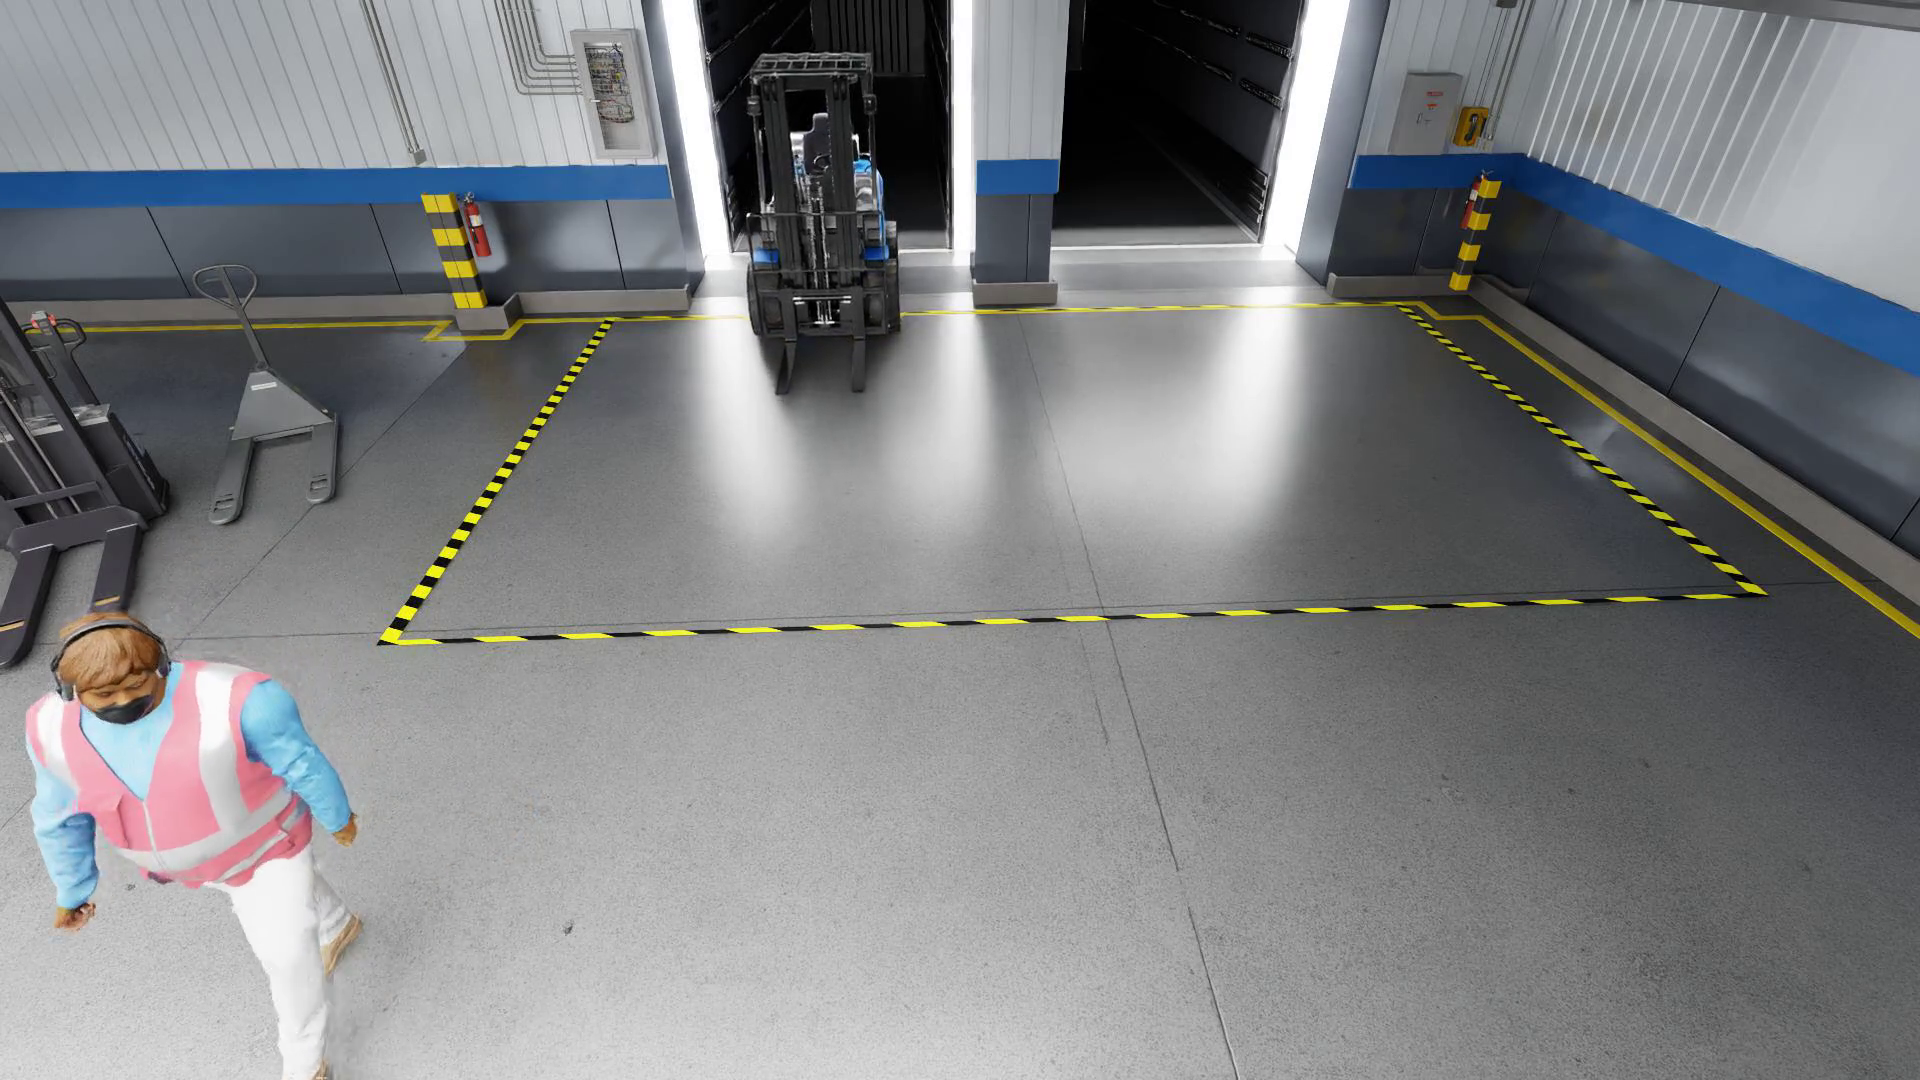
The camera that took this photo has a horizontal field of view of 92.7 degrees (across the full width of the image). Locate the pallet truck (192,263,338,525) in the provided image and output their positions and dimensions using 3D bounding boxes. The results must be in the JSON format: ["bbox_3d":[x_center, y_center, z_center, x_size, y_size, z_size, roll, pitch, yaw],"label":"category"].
[{"bbox_3d":[-4.778,-1.027,6.128,0.680,1.201,1.601,-17,38,-23],"label":"pallet truck"}]

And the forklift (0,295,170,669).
[{"bbox_3d":[-5.212,-0.618,4.878,0.823,1.965,1.885,-20,39,-26],"label":"forklift"}]

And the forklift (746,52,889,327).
[{"bbox_3d":[-1.268,-3.324,8.436,1.157,2.036,2.680,-3,35,-4],"label":"forklift"}]

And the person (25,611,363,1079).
[{"bbox_3d":[-2.271,0.991,2.729,0.715,1.800,0.835,-2,35,-3],"label":"person"}]
